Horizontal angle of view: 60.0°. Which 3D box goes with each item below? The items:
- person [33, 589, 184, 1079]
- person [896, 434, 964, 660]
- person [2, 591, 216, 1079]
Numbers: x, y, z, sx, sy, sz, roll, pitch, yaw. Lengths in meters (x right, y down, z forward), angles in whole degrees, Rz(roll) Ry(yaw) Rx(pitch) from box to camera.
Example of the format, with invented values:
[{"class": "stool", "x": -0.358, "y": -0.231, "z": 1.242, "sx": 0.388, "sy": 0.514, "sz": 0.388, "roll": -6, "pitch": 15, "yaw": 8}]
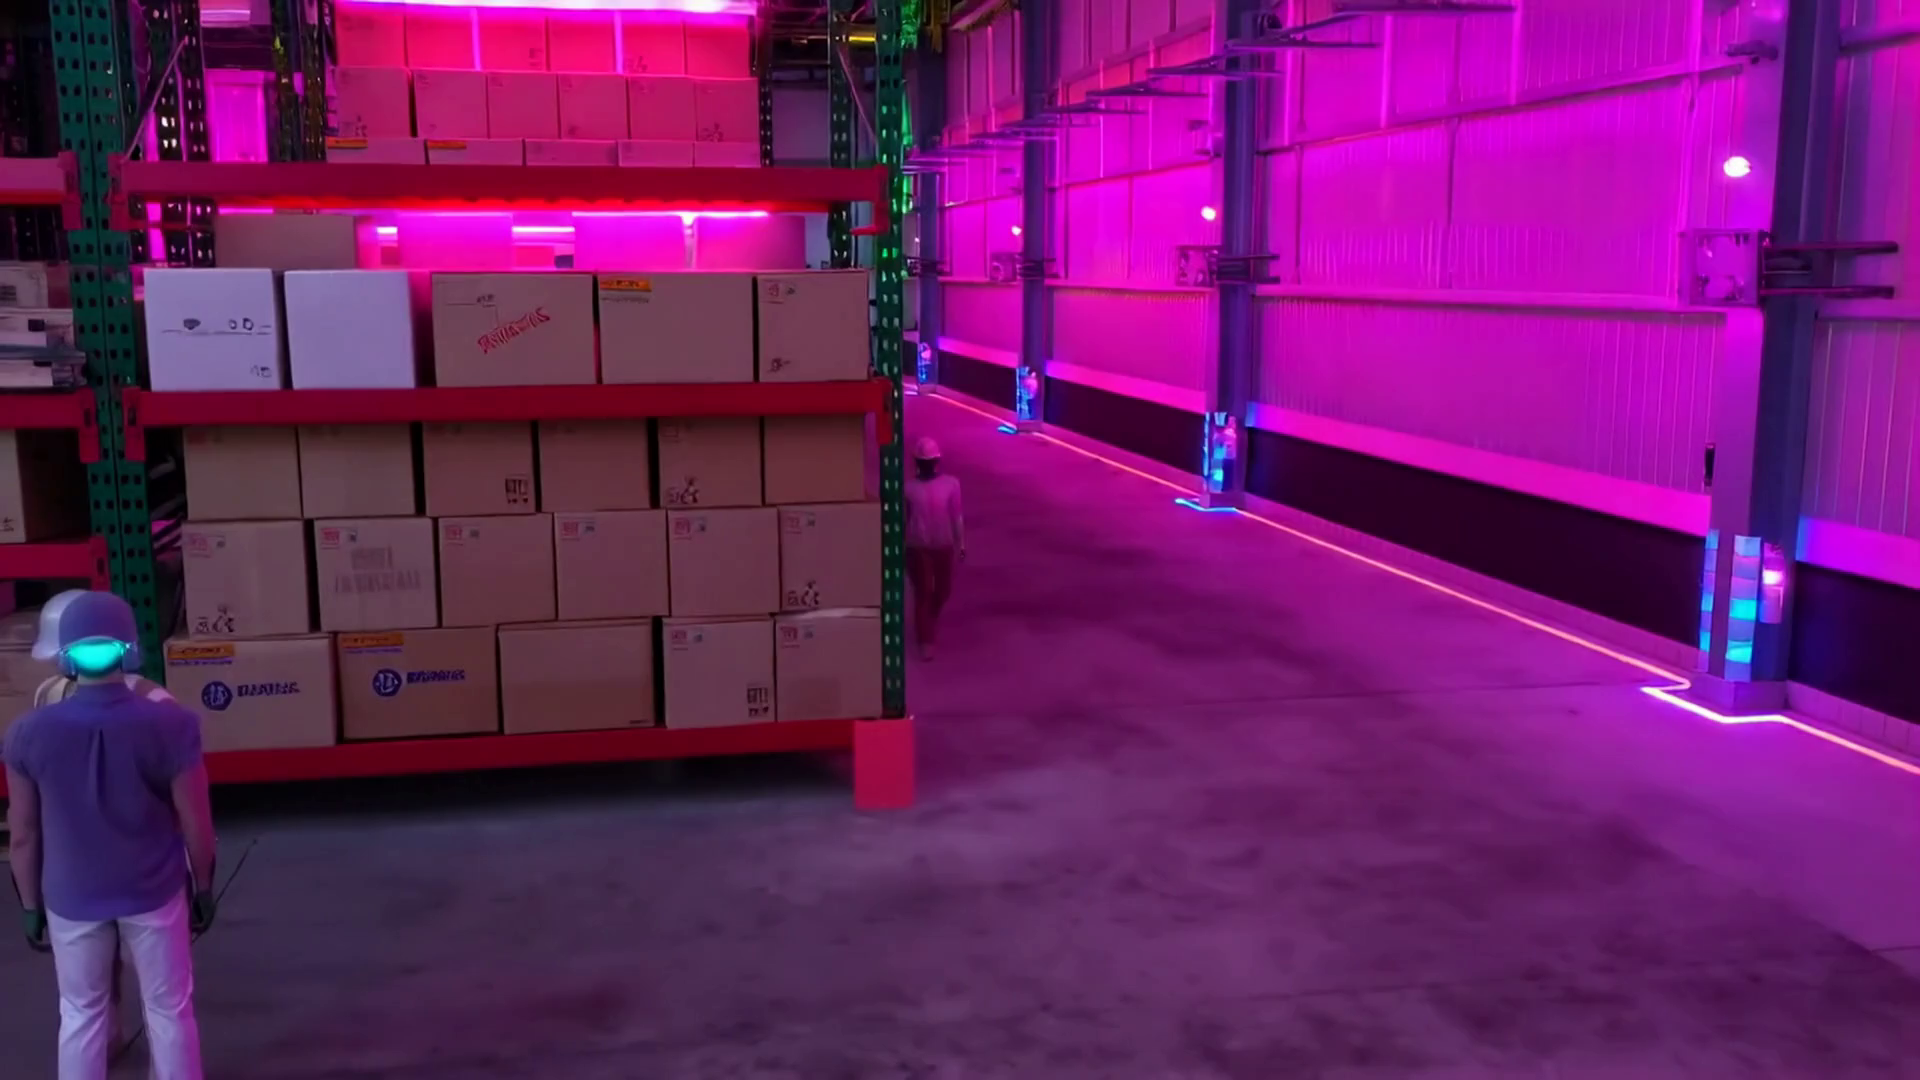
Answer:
[{"class": "person", "x": -3.007, "y": 1.116, "z": 5.867, "sx": 0.604, "sy": 1.937, "sz": 0.402, "roll": 3, "pitch": 10, "yaw": 15}, {"class": "person", "x": -0.256, "y": 0.025, "z": 13.074, "sx": 0.522, "sy": 1.752, "sz": 0.626, "roll": -2, "pitch": 10, "yaw": -14}, {"class": "person", "x": -2.788, "y": 1.153, "z": 5.512, "sx": 0.611, "sy": 1.985, "sz": 0.414, "roll": -3, "pitch": 10, "yaw": -18}]
